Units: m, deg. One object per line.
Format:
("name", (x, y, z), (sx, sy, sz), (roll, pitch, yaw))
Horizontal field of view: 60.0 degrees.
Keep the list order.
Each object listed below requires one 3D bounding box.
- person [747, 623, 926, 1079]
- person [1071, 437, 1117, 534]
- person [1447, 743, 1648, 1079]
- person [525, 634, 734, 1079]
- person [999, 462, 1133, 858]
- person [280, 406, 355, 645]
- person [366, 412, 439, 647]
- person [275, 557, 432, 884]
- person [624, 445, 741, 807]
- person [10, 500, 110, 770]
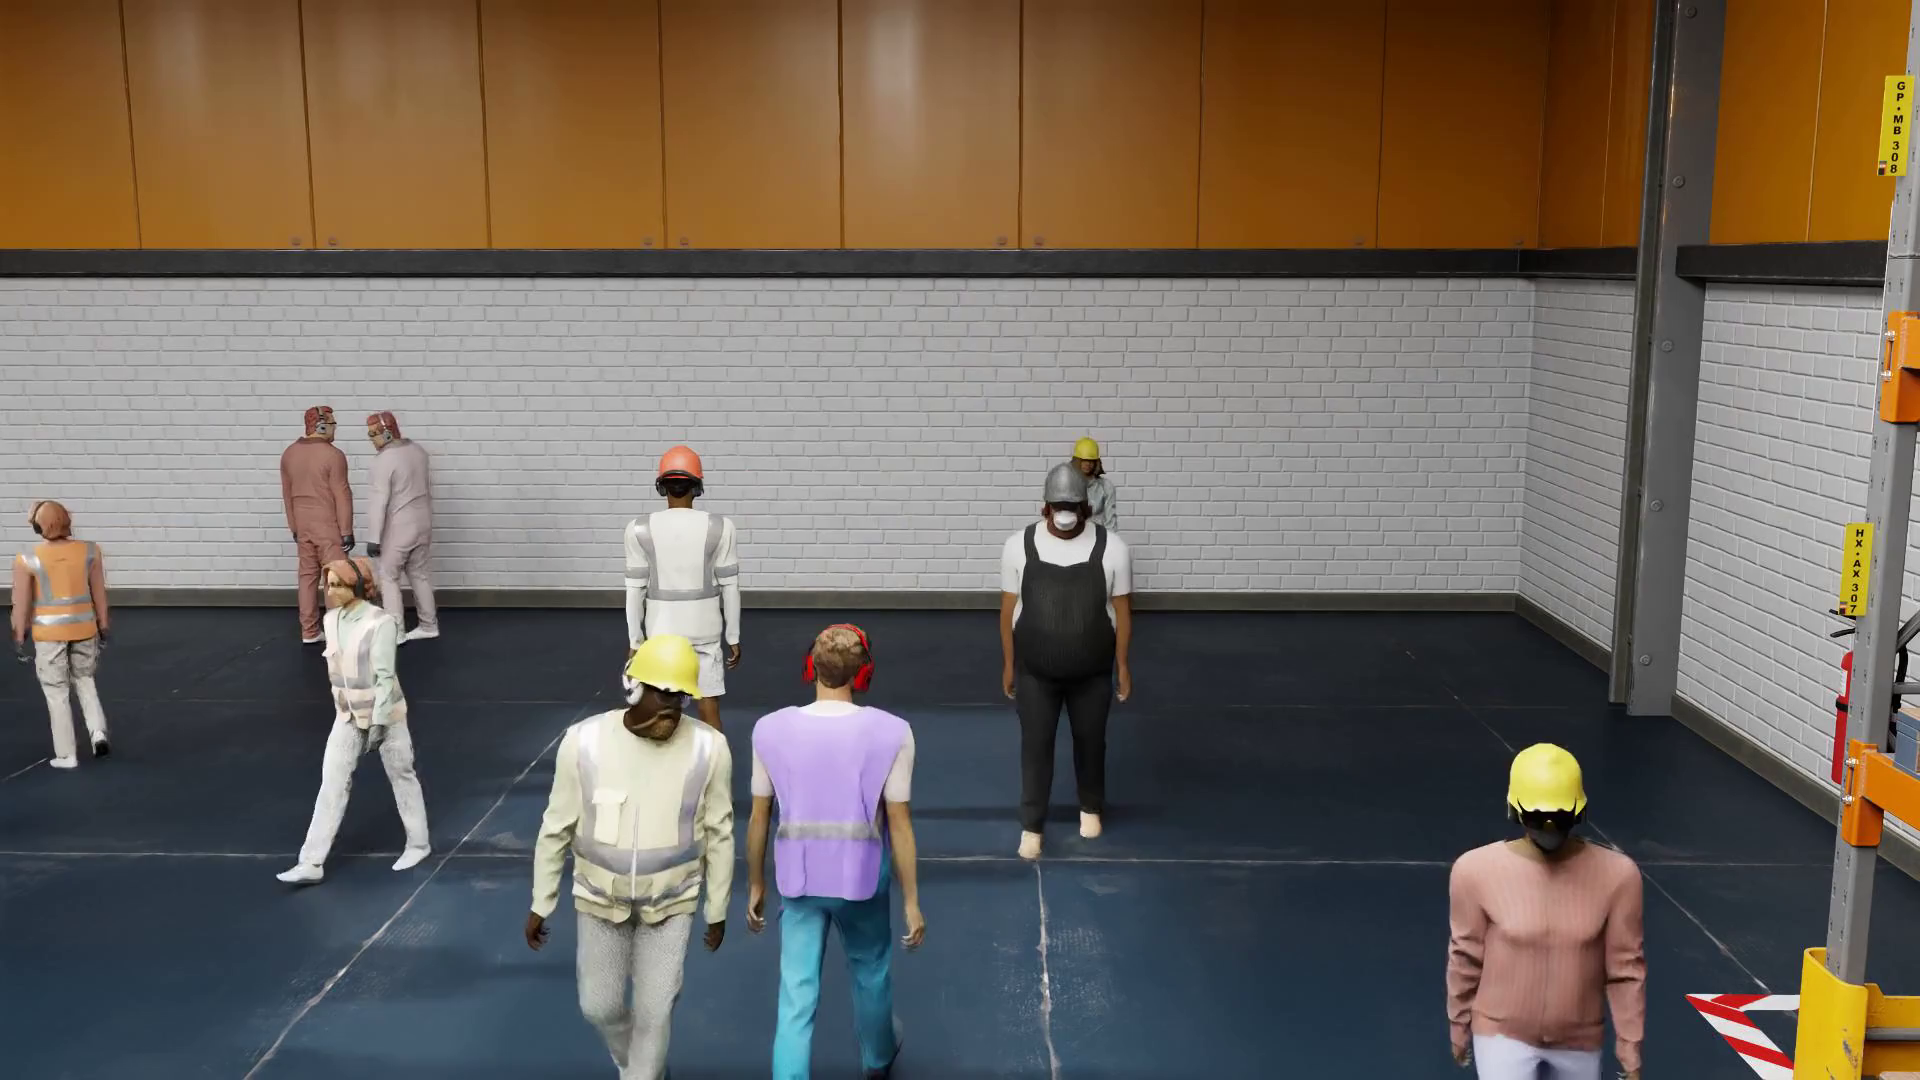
("person", (-0.423, 1.178, 5.803), (0.626, 1.777, 1.016), (1, 10, 4))
("person", (0.925, 0.086, 12.500), (0.495, 1.731, 0.404), (-1, 10, -7))
("person", (1.645, 1.372, 4.767), (0.530, 1.729, 0.811), (1, 10, 7))
("person", (-1.097, 1.199, 5.609), (0.676, 1.799, 0.555), (-1, 10, -5))
("person", (0.540, 0.584, 8.573), (0.687, 2.000, 0.586), (1, 10, 5))
("person", (-5.005, -0.103, 13.102), (0.644, 1.904, 0.399), (5, 11, 26))
("person", (-4.404, -0.075, 13.084), (0.421, 1.873, 0.668), (3, 10, 16))
("person", (-2.935, 0.891, 8.060), (0.533, 1.601, 0.830), (5, 11, 29))
("person", (-1.501, 0.503, 9.058), (0.615, 2.038, 0.395), (-1, 10, -7))
("person", (-5.351, 0.568, 9.906), (0.367, 1.625, 0.532), (7, 12, 38))
